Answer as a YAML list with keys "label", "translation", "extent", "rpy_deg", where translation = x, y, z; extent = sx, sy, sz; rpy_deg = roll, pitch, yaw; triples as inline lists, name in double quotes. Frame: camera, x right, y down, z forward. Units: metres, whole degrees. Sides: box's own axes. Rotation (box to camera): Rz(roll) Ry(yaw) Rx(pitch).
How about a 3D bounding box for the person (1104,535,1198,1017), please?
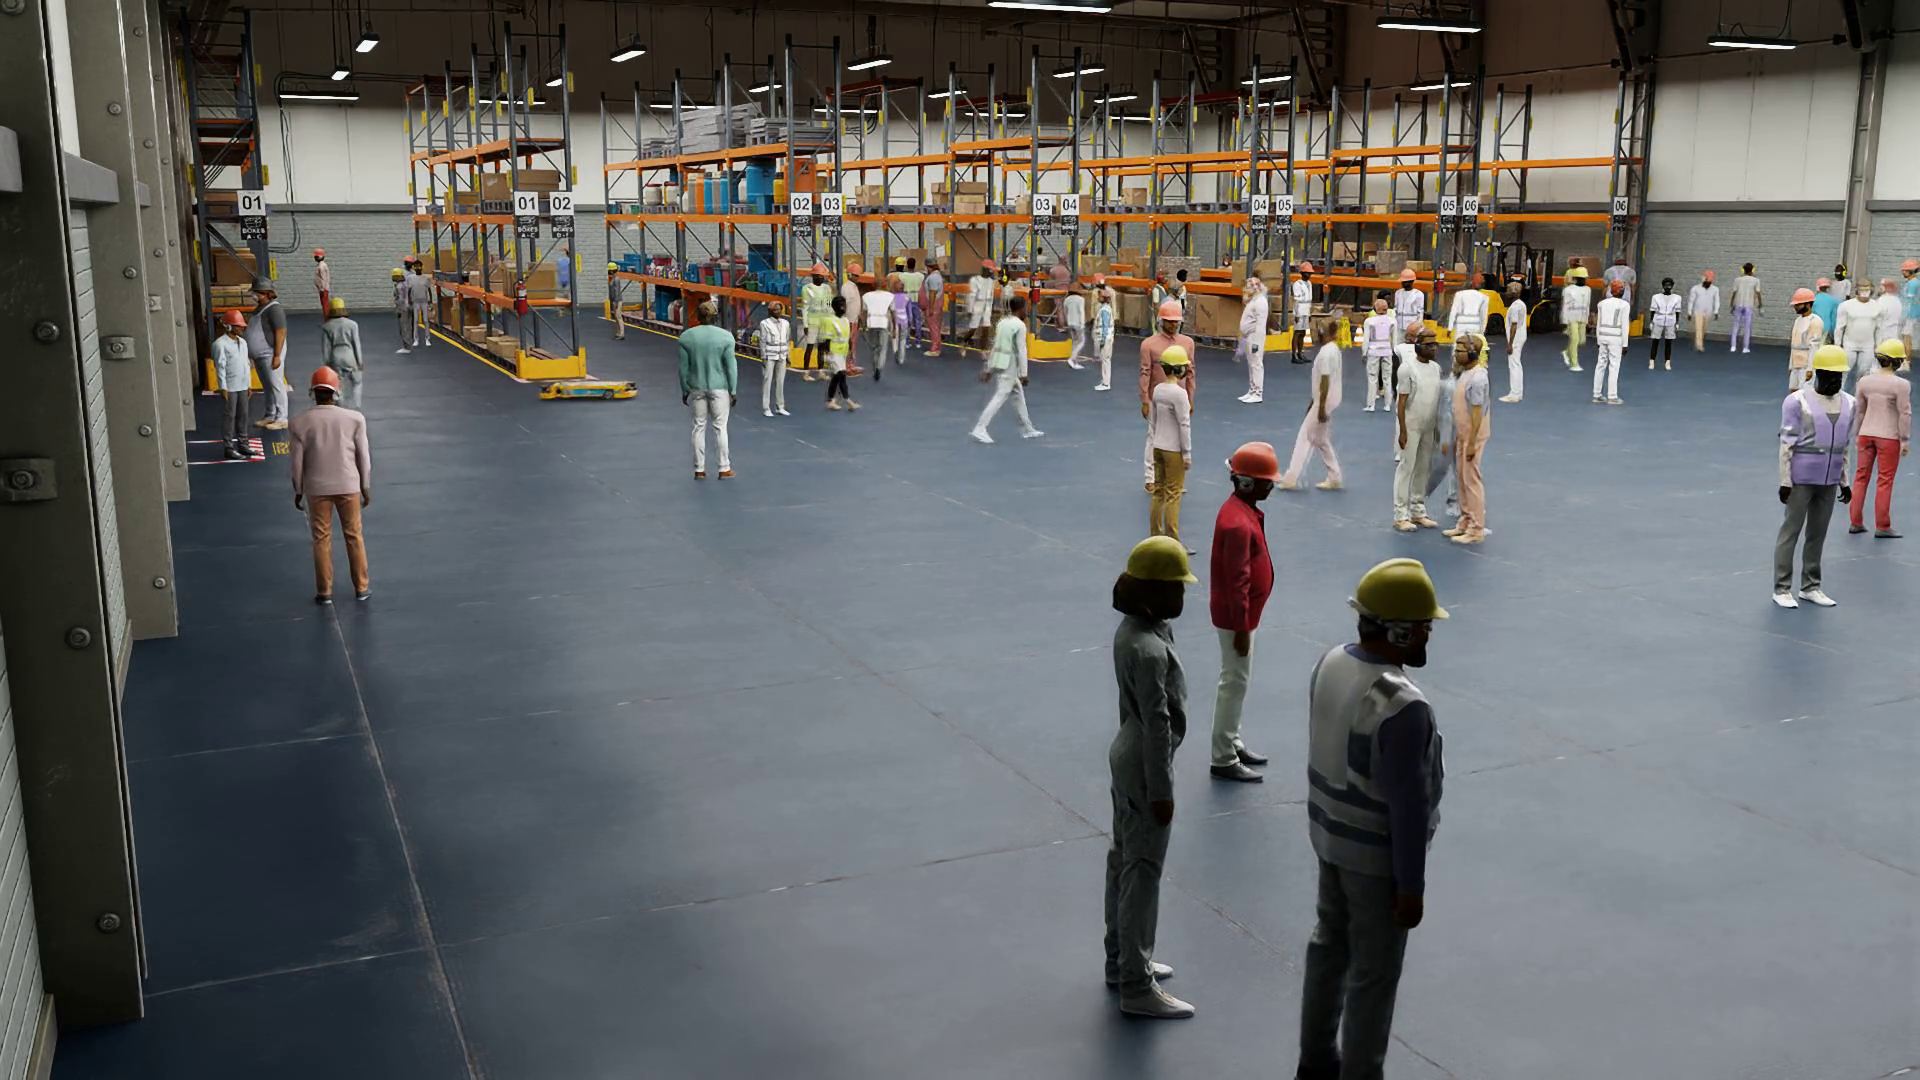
- label: "person"
  translation: [0.691, 0.842, 6.017]
  extent: [0.300, 1.742, 0.486]
  rpy_deg: [-1, 11, -6]

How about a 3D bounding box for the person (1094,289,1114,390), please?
- label: "person"
  translation: [2.348, -3.258, 27.104]
  extent: [0.306, 1.643, 0.521]
  rpy_deg: [1, 11, 4]

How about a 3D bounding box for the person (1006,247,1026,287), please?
- label: "person"
  translation: [1.572, -7.460, 47.788]
  extent: [0.651, 1.905, 0.403]
  rpy_deg: [1, 11, 7]

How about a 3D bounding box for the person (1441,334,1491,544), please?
- label: "person"
  translation: [4.443, -0.880, 14.536]
  extent: [0.343, 1.836, 0.505]
  rpy_deg: [0, 11, 2]

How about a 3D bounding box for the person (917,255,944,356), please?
- label: "person"
  translation: [-0.592, -4.740, 33.619]
  extent: [0.535, 2.000, 0.684]
  rpy_deg: [1, 11, 3]

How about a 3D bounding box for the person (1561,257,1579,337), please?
- label: "person"
  translation: [14.228, -5.658, 38.782]
  extent: [0.390, 1.846, 0.564]
  rpy_deg: [5, 12, 22]

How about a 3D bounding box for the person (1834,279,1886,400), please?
- label: "person"
  translation: [12.798, -2.739, 23.712]
  extent: [0.635, 1.937, 0.352]
  rpy_deg: [3, 11, 14]

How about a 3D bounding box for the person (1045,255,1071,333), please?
- label: "person"
  translation: [2.407, -5.961, 40.337]
  extent: [0.651, 1.847, 1.017]
  rpy_deg: [-5, 12, -23]

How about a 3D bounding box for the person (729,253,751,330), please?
- label: "person"
  translation: [-5.396, -6.082, 40.784]
  extent: [0.652, 1.906, 0.403]
  rpy_deg: [-9, 14, -39]

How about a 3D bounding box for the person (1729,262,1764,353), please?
- label: "person"
  translation: [16.272, -4.802, 34.412]
  extent: [0.625, 1.857, 0.350]
  rpy_deg: [9, 14, 38]

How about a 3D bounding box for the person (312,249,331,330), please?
- label: "person"
  translation: [-15.774, -6.198, 41.143]
  extent: [0.375, 1.997, 0.612]
  rpy_deg: [-4, 12, -21]

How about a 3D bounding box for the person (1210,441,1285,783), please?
- label: "person"
  translation: [1.450, 0.361, 8.463]
  extent: [0.356, 1.742, 0.575]
  rpy_deg: [2, 11, 11]

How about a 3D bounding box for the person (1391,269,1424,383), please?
- label: "person"
  translation: [7.542, -3.601, 28.112]
  extent: [0.376, 1.932, 0.543]
  rpy_deg: [-11, 15, -43]

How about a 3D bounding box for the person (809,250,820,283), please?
- label: "person"
  translation: [-4.526, -8.162, 51.772]
  extent: [0.349, 1.743, 0.563]
  rpy_deg: [2, 11, 8]

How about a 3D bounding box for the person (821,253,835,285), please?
- label: "person"
  translation: [-4.116, -8.100, 51.737]
  extent: [0.507, 1.630, 0.269]
  rpy_deg: [3, 12, 16]

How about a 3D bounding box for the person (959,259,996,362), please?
- label: "person"
  translation: [0.347, -4.478, 32.427]
  extent: [0.683, 1.986, 0.890]
  rpy_deg: [-7, 13, -33]

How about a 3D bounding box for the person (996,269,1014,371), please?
- label: "person"
  translation: [0.829, -3.997, 30.322]
  extent: [0.328, 1.861, 0.504]
  rpy_deg: [0, 11, 2]

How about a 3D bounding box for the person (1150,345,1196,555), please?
- label: "person"
  translation: [1.799, -0.757, 14.073]
  extent: [0.305, 1.772, 0.525]
  rpy_deg: [-5, 12, -23]

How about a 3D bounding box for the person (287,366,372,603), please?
- label: "person"
  translation: [-4.660, -0.407, 12.330]
  extent: [0.564, 1.752, 0.339]
  rpy_deg: [-4, 12, -21]

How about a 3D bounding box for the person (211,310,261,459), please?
- label: "person"
  translation: [-8.517, -1.828, 19.582]
  extent: [0.350, 1.743, 0.564]
  rpy_deg: [2, 11, 12]

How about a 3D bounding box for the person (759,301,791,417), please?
- label: "person"
  translation: [-2.625, -2.573, 23.627]
  extent: [0.513, 1.642, 0.313]
  rpy_deg: [-10, 15, -42]

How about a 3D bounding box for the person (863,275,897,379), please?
- label: "person"
  translation: [-1.393, -3.645, 28.640]
  extent: [0.604, 1.817, 0.691]
  rpy_deg: [1, 11, 7]

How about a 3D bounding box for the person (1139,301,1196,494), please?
- label: "person"
  translation: [2.132, -1.451, 17.063]
  extent: [0.608, 1.987, 0.404]
  rpy_deg: [-4, 12, -18]

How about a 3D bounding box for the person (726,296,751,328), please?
- label: "person"
  translation: [-5.616, -6.230, 42.073]
  extent: [0.611, 1.708, 0.633]
  rpy_deg: [-2, 11, -8]

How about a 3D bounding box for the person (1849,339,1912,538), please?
- label: "person"
  translation: [8.213, -0.903, 14.818]
  extent: [0.315, 1.770, 0.524]
  rpy_deg: [-5, 12, -24]

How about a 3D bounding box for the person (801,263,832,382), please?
- label: "person"
  translation: [-2.428, -3.702, 28.394]
  extent: [0.614, 2.031, 0.434]
  rpy_deg: [-9, 15, -40]

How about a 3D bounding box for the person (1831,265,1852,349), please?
- label: "person"
  translation: [17.456, -4.536, 33.055]
  extent: [0.328, 1.861, 0.510]
  rpy_deg: [-2, 11, -12]

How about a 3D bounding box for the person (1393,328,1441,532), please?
- label: "person"
  translation: [4.178, -1.002, 15.122]
  extent: [0.505, 1.846, 0.346]
  rpy_deg: [-7, 13, -33]

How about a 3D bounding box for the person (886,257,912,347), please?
- label: "person"
  translation: [-1.306, -5.116, 35.818]
  extent: [0.590, 1.926, 0.388]
  rpy_deg: [4, 12, 21]

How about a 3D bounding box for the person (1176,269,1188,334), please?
- label: "person"
  translation: [4.683, -4.925, 35.470]
  extent: [0.324, 1.685, 0.540]
  rpy_deg: [-2, 11, -11]

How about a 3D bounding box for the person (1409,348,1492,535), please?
- label: "person"
  translation: [4.491, -0.926, 15.139]
  extent: [0.549, 1.675, 0.877]
  rpy_deg: [-8, 13, -34]

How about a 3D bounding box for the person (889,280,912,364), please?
- label: "person"
  translation: [-1.162, -4.118, 31.547]
  extent: [0.514, 1.621, 0.626]
  rpy_deg: [-1, 11, -5]

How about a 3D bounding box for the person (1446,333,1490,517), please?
- label: "person"
  translation: [4.869, -1.093, 15.844]
  extent: [0.487, 1.744, 0.297]
  rpy_deg: [-10, 15, -40]

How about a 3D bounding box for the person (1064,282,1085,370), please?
- label: "person"
  translation: [2.121, -3.919, 30.544]
  extent: [0.544, 1.602, 0.709]
  rpy_deg: [10, 15, 42]

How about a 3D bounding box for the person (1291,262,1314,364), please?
- label: "person"
  translation: [6.597, -4.357, 31.934]
  extent: [0.375, 1.939, 0.546]
  rpy_deg: [10, 15, 40]

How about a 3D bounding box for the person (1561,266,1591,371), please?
- label: "person"
  translation: [11.274, -4.057, 30.487]
  extent: [0.592, 1.910, 0.611]
  rpy_deg: [-4, 12, -20]

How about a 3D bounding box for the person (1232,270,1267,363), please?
- label: "person"
  translation: [5.571, -4.254, 31.789]
  extent: [0.547, 1.797, 0.800]
  rpy_deg: [-3, 11, -14]
